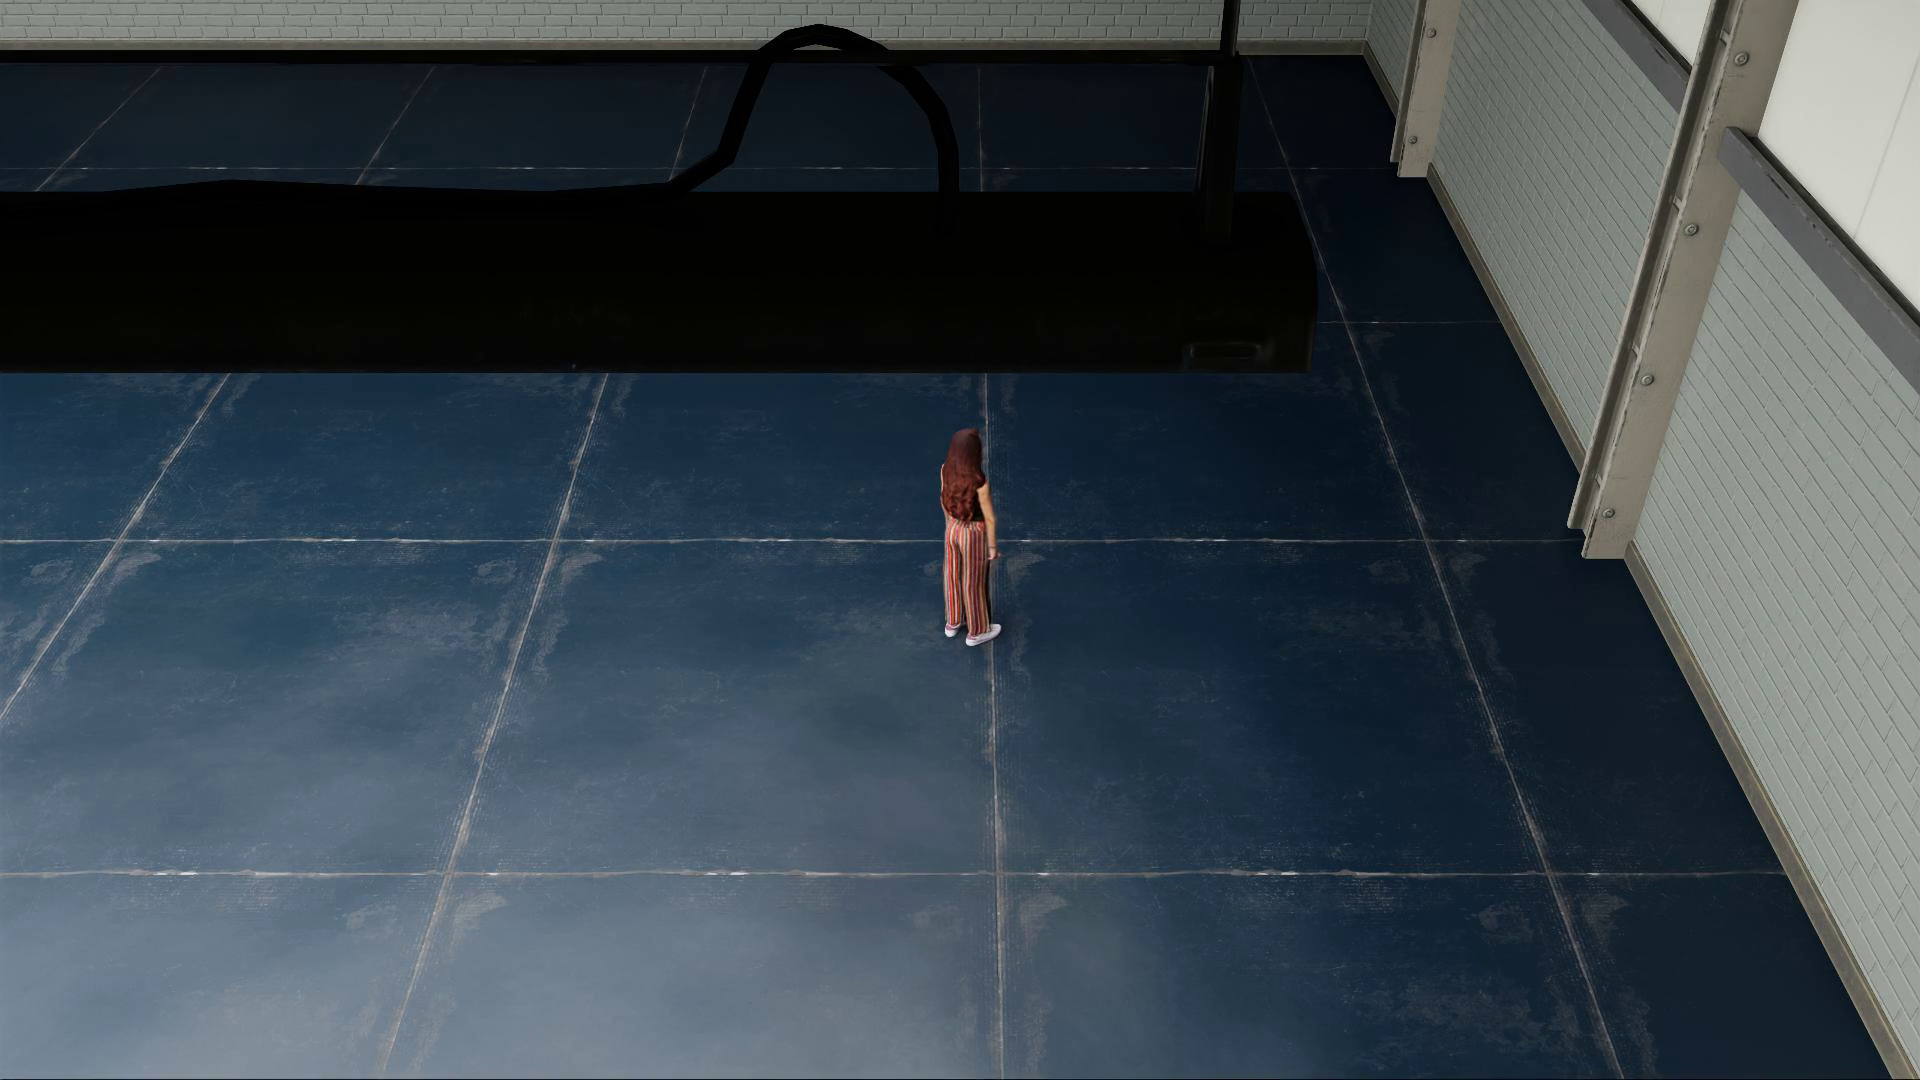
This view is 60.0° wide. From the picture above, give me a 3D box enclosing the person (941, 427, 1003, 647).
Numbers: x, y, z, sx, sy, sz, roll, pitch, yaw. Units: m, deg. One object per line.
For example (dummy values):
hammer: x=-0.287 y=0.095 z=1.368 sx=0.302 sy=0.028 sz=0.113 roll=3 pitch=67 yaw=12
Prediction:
person: x=0.046 y=-0.031 z=10.195 sx=0.638 sy=1.563 sz=0.689 roll=28 pitch=45 yaw=31
